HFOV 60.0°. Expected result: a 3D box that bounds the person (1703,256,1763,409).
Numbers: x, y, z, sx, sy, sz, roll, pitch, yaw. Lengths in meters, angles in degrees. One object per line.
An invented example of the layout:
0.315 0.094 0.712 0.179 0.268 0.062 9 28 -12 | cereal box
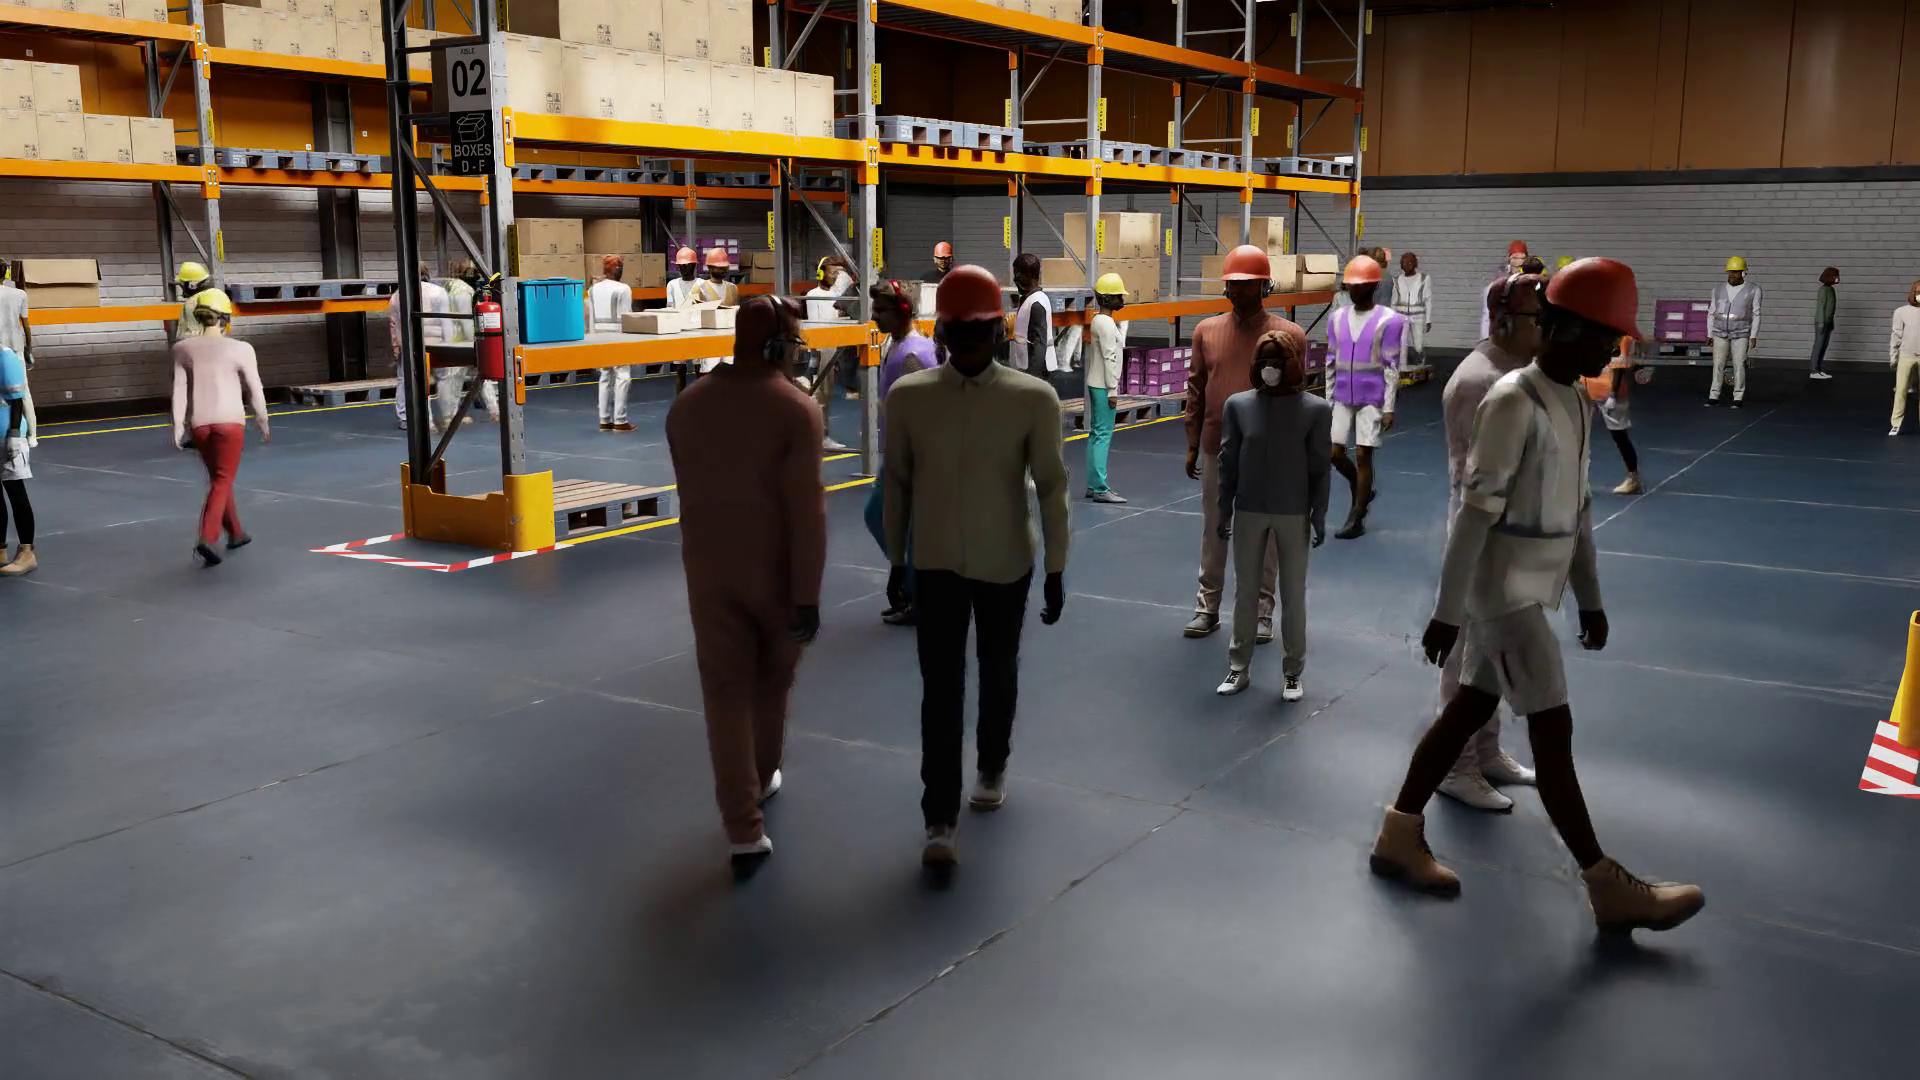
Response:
9.273 -2.485 19.978 0.597 1.831 0.403 9 14 41 | person

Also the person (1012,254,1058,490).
0.596 -1.359 13.517 0.390 1.913 0.587 -1 10 -3 | person

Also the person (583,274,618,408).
-4.324 -2.438 20.331 0.526 1.618 0.674 3 11 17 | person

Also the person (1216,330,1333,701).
1.375 -0.105 7.343 0.505 1.633 0.279 4 11 22 | person

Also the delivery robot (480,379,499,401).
-5.627 -1.937 20.209 0.477 0.478 0.707 -2 11 -8 | delivery robot

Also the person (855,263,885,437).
-0.844 -1.929 16.927 0.527 1.828 0.513 7 12 34 | person

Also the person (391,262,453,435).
-5.618 -2.013 17.492 0.638 1.791 0.829 -1 10 -7 | person

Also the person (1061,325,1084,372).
1.969 -3.511 25.592 0.881 1.858 0.669 1 10 7 | person

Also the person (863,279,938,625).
-0.288 -0.432 8.625 0.477 1.816 0.604 -2 10 -8 | person

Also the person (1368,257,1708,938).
1.708 0.162 4.929 1.046 1.964 0.676 7 13 35 | person

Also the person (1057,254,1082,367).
1.756 -3.717 26.512 0.627 1.940 0.372 3 11 17 | person

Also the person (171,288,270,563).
-4.748 -0.737 10.597 0.535 1.722 0.931 0 10 1 | person

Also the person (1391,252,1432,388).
6.249 -3.050 23.021 0.591 1.866 0.672 5 11 25 | person

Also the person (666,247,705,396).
-3.037 -2.295 18.630 0.544 1.939 0.354 2 10 9 | person

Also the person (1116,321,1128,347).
2.601 -3.867 27.644 0.643 1.840 0.449 -1 10 -7 | person

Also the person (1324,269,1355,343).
4.913 -2.593 20.980 0.489 1.685 0.956 9 14 41 | person

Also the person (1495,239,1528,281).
7.818 -3.209 23.430 0.615 2.030 0.531 4 11 20 | person

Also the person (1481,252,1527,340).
5.809 -2.058 17.439 0.671 1.894 0.549 0 10 -1 | person

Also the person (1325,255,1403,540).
2.745 -0.971 11.334 0.557 1.922 0.524 8 13 39 | person

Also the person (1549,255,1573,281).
8.046 -2.891 22.255 0.619 1.819 0.497 4 11 20 | person

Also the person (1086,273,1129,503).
1.142 -1.171 12.883 0.311 1.768 0.531 -1 10 -5 | person

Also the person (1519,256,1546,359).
5.453 -1.784 15.990 0.521 1.871 0.325 4 11 20 | person

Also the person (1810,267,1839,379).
12.675 -3.172 24.364 0.282 1.626 0.503 10 14 42 | person

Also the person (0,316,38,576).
-5.850 -0.629 10.064 0.536 1.697 0.322 5 11 27 | person

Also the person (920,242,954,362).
-0.206 -2.607 20.205 0.612 1.995 0.377 -1 10 -8 | person

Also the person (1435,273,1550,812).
1.970 0.001 6.011 0.402 1.908 0.662 7 13 35 | person

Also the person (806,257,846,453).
-1.296 -1.777 15.964 0.309 1.864 0.535 4 11 22 | person

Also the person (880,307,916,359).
-0.471 -1.194 13.353 0.310 1.642 0.514 -3 11 -14 | person

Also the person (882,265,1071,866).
0.049 0.062 5.572 0.641 1.939 1.018 1 10 5 | person

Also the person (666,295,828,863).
-0.706 0.115 5.570 0.611 1.846 0.924 2 10 10 | person

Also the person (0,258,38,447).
-9.280 -1.811 16.139 0.521 1.873 0.335 -9 14 -41 | person

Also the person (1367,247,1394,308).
4.955 -2.527 19.913 0.372 1.940 0.632 7 12 33 | person

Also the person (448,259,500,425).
-5.286 -2.162 18.258 0.872 1.801 0.662 -3 11 -14 | person

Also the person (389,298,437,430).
-5.842 -2.060 17.805 0.329 1.767 0.528 7 12 35 | person

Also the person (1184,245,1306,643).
1.424 -0.477 8.399 0.609 1.996 0.379 5 11 24 | person

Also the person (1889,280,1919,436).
9.854 -1.865 17.128 0.498 1.626 0.284 5 12 28 | person

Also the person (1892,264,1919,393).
12.802 -2.837 21.791 0.589 1.889 0.916 -4 11 -21 | person

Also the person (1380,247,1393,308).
6.261 -3.430 24.969 0.565 1.917 0.451 -4 11 -21 | person

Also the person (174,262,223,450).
-7.272 -1.750 15.938 0.624 1.818 0.613 -1 10 -3 | person

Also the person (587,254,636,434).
-3.657 -2.055 17.477 0.595 1.874 0.386 6 12 31 | person

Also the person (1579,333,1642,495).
5.066 -1.152 13.098 0.879 1.651 0.538 -4 11 -20 | person

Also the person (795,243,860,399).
-1.636 -2.796 21.123 0.845 2.000 0.713 -5 11 -24 | person

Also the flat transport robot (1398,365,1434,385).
6.240 -2.358 23.600 0.652 0.197 1.431 6 12 28 | flat transport robot

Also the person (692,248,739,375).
-2.518 -2.074 17.430 0.559 1.934 0.382 -8 13 -39 | person

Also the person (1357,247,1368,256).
6.220 -3.650 26.241 0.821 1.910 0.649 0 10 -1 | person
